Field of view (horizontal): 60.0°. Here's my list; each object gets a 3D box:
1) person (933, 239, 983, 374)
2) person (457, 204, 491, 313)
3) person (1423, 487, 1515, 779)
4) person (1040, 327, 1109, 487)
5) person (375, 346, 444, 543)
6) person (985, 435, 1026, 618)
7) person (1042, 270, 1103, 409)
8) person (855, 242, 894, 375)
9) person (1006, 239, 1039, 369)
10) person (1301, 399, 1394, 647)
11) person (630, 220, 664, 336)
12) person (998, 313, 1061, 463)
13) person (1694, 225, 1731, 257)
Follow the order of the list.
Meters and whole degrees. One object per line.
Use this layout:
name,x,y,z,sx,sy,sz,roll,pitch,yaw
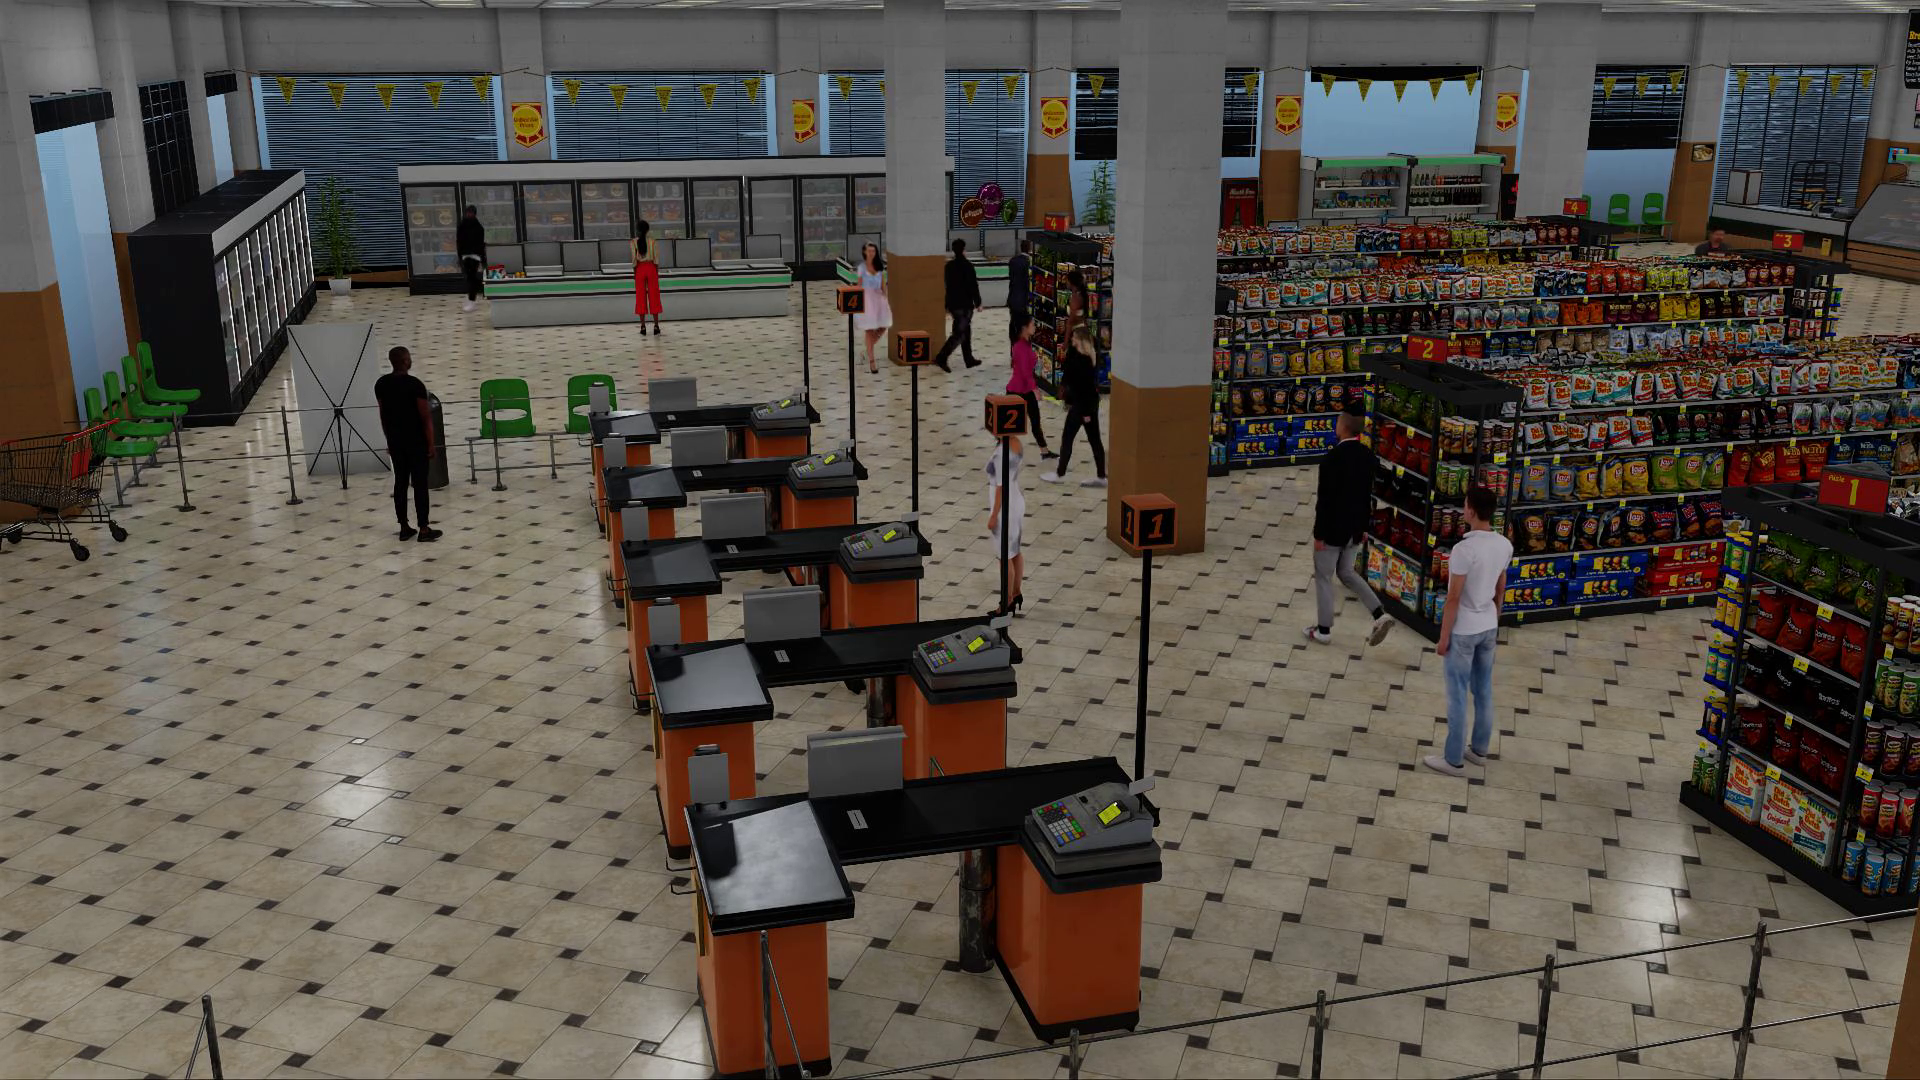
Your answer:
person,-0.059,-3.206,23.026,1.241,1.797,0.990,-10,19,-29
person,-8.236,-4.795,28.283,1.135,1.782,1.175,9,19,28
person,3.234,0.573,10.486,0.611,1.851,0.770,-11,20,-33
person,1.386,-1.346,17.135,1.034,1.660,0.878,5,17,15
person,-5.100,-0.889,15.355,0.675,1.820,0.809,4,17,14
person,0.382,-0.242,13.348,0.689,1.749,0.649,7,18,23
person,1.577,-2.471,20.745,1.145,1.716,0.999,3,17,10
person,-1.246,-3.227,23.073,0.811,1.809,0.772,-6,18,-20
person,0.800,-3.287,23.267,0.796,1.811,0.813,-14,22,-39
person,2.942,-0.088,12.520,1.081,1.934,1.005,-12,21,-35
person,-4.906,-4.110,26.011,0.475,1.792,0.659,-3,17,-11
person,0.558,-1.601,17.960,1.067,1.669,0.870,4,17,13
person,11.172,-3.794,24.926,1.107,1.818,1.011,2,17,7
